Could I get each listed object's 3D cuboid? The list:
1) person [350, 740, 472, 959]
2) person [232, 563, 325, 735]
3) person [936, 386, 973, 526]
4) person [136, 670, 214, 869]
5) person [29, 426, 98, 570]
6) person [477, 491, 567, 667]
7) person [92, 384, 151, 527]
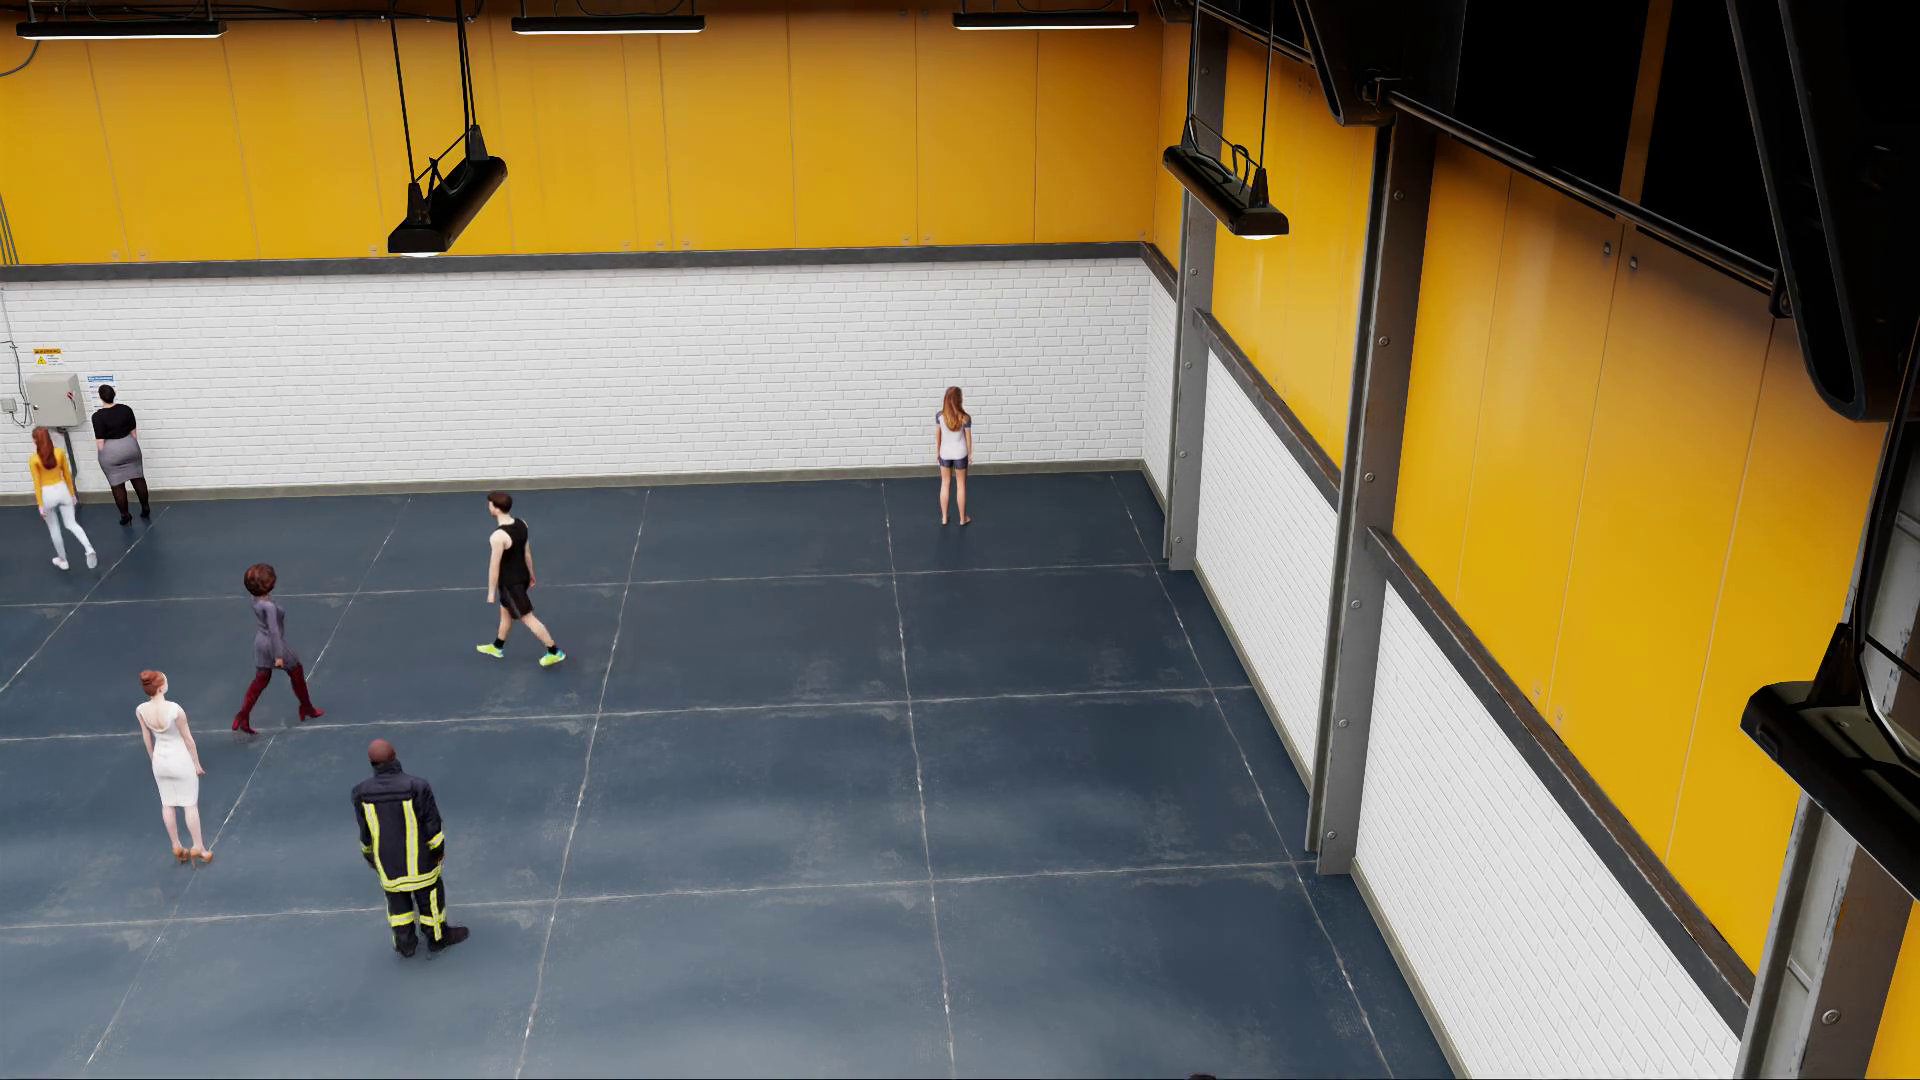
[{"bbox_3d":[-4.110,2.295,12.373,0.854,1.805,0.793,4,24,10],"label":"person"},{"bbox_3d":[-6.453,1.042,15.398,1.062,1.679,1.101,20,30,38],"label":"person"},{"bbox_3d":[-0.078,-1.016,20.042,0.660,1.730,0.645,5,24,12],"label":"person"},{"bbox_3d":[-6.367,1.836,13.439,0.620,1.792,0.568,3,24,7],"label":"person"},{"bbox_3d":[-10.114,-0.433,18.706,1.041,1.732,1.029,15,28,31],"label":"person"},{"bbox_3d":[-4.372,0.433,16.584,1.045,1.846,1.265,6,24,14],"label":"person"},{"bbox_3d":[-10.119,-1.037,20.052,0.833,1.760,0.768,18,29,35],"label":"person"}]
